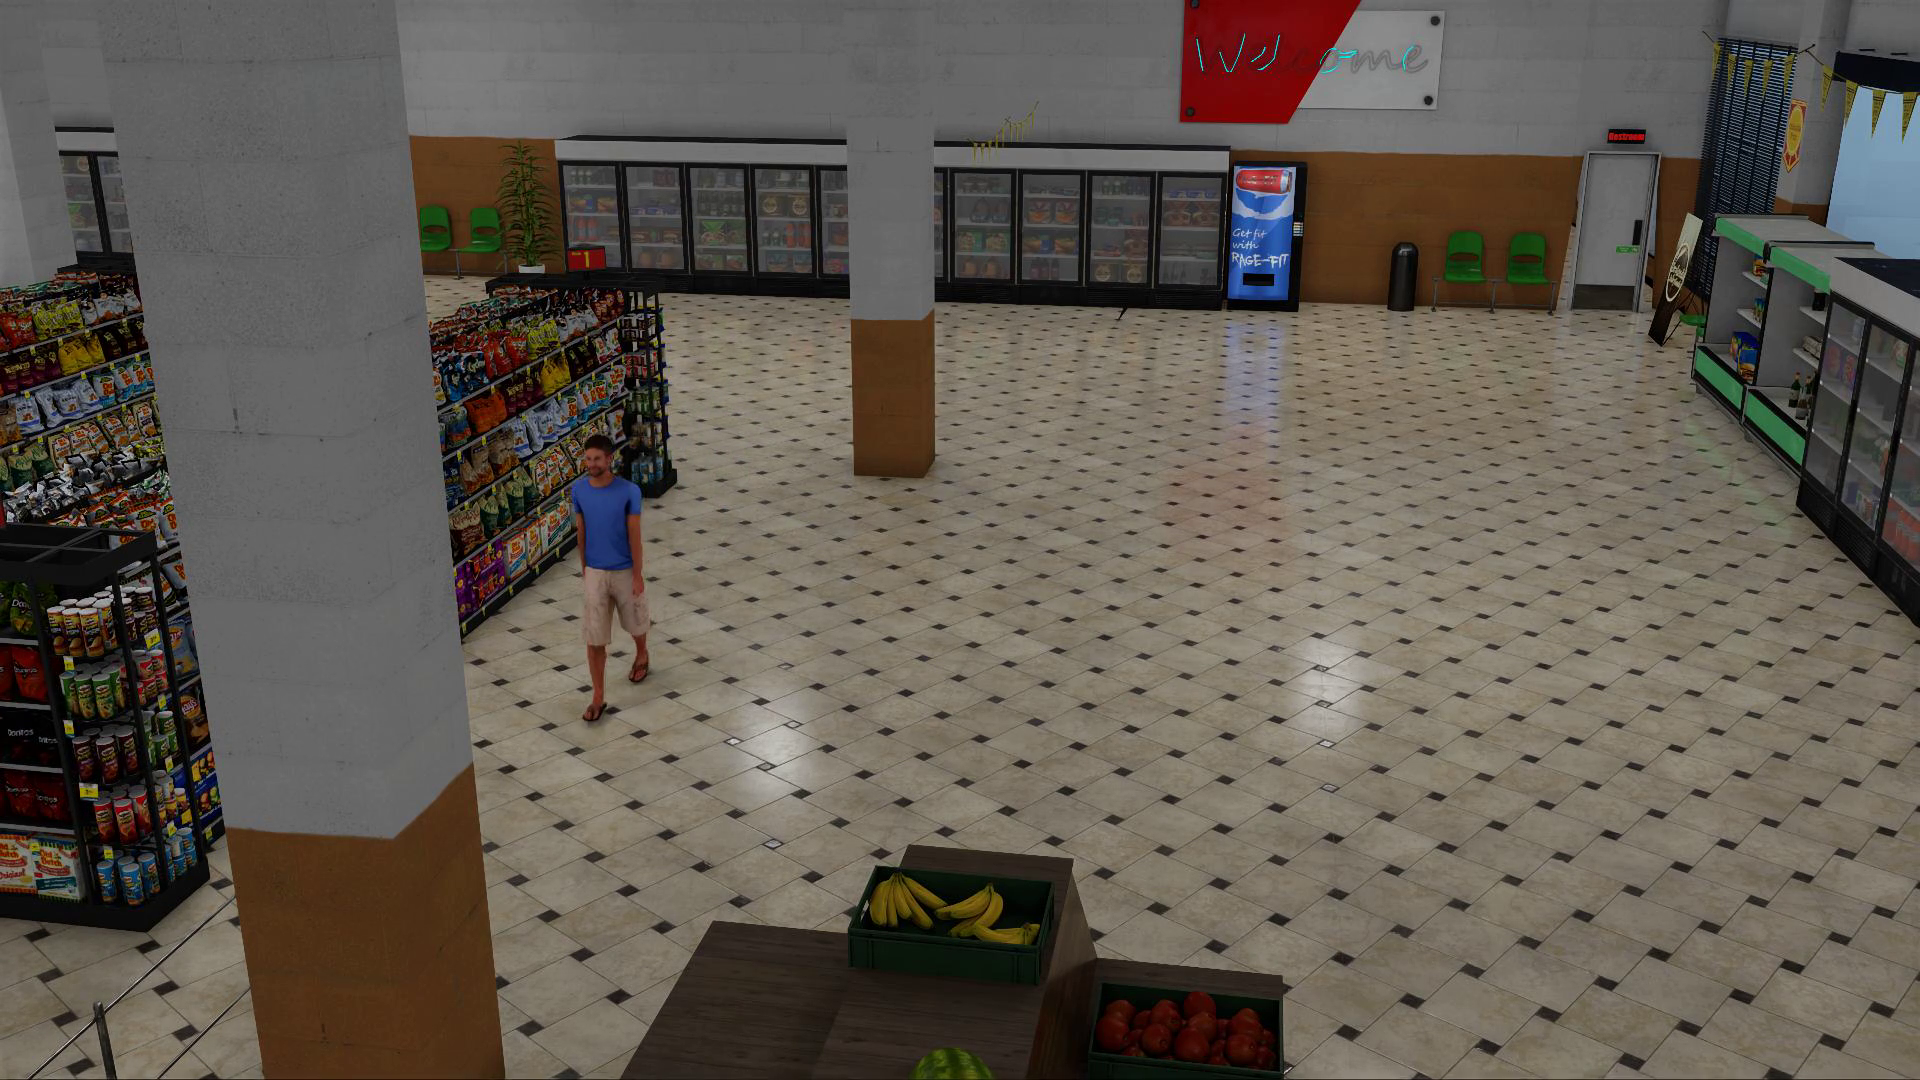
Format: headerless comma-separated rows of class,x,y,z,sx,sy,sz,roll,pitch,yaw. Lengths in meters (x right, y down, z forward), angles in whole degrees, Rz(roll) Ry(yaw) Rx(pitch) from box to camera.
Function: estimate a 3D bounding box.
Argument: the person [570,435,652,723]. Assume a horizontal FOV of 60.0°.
person,-2.285,0.181,11.091,0.738,1.833,1.230,1,19,3
